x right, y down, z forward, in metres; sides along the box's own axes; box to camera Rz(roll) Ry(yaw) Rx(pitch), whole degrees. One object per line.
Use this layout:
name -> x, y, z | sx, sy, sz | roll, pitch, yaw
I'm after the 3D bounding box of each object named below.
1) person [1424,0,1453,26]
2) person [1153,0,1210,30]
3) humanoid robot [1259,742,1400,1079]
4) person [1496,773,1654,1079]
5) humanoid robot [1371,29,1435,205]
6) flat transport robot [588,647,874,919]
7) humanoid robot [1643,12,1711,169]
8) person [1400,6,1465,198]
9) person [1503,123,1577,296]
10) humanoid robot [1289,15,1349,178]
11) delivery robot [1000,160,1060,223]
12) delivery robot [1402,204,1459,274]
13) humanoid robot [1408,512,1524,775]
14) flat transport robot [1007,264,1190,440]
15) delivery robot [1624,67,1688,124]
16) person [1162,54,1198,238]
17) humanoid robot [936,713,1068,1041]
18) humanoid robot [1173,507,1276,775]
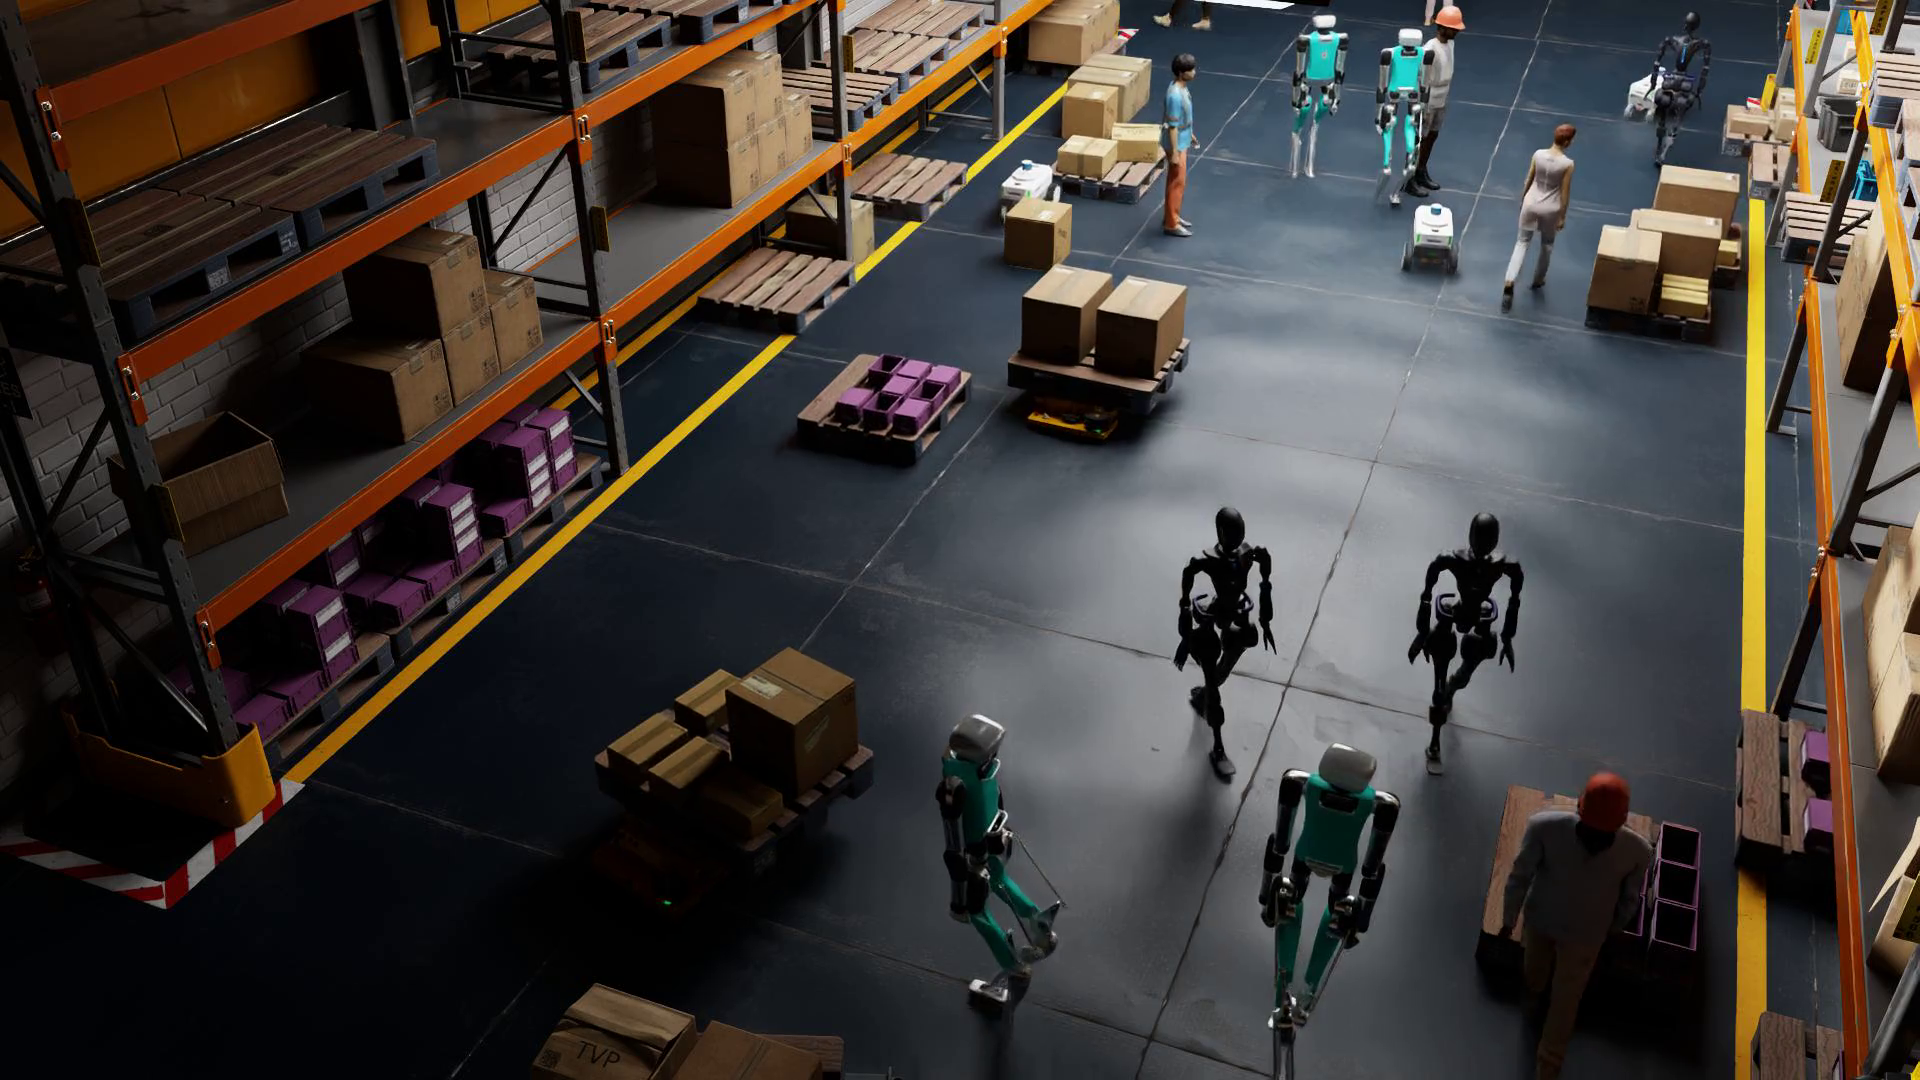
person -> 6.520, -7.764, 22.224 | 0.467, 1.771, 0.335 | 17, 37, 24
person -> 3.025, -7.650, 22.141 | 0.821, 1.656, 0.553 | 13, 35, 19
humanoid robot -> 1.562, 1.822, 7.454 | 0.559, 1.762, 0.913 | 11, 34, 16
person -> 2.762, 1.732, 7.585 | 0.559, 1.703, 0.897 | 15, 36, 21
humanoid robot -> 4.439, -4.139, 16.667 | 0.540, 1.826, 0.670 | 1, 33, 1
flat transport robot -> -1.310, 1.505, 9.263 | 0.659, 0.231, 1.431 | 23, 39, 31
humanoid robot -> 7.647, -4.810, 17.785 | 0.600, 1.632, 0.738 | 13, 35, 19
person -> 4.851, -4.480, 16.997 | 0.375, 1.929, 0.545 | 26, 41, 35
person -> 5.215, -2.956, 14.908 | 0.470, 1.626, 0.687 | 22, 39, 30
humanoid robot -> 3.689, -4.657, 17.454 | 0.541, 1.813, 0.685 | -2, 33, -3
delivery robot -> 0.682, -3.544, 16.820 | 0.499, 0.603, 0.782 | 12, 35, 18
delivery robot -> 4.486, -2.894, 15.794 | 0.499, 0.581, 0.777 | 7, 34, 11
humanoid robot -> 2.910, 0.504, 9.579 | 0.601, 1.639, 0.805 | 5, 33, 8
flat transport robot -> 1.125, -1.252, 13.530 | 0.659, 0.231, 1.431 | 14, 35, 21
delivery robot -> 8.105, -5.200, 19.369 | 0.791, 0.587, 0.499 | -25, 41, -33
person -> 2.145, -3.840, 16.161 | 0.386, 1.764, 0.501 | 7, 33, 10
humanoid robot -> 0.247, 1.635, 7.779 | 0.674, 1.878, 0.539 | 12, 35, 18
humanoid robot -> 1.531, 0.505, 9.568 | 0.609, 1.629, 0.793 | -8, 34, -12
